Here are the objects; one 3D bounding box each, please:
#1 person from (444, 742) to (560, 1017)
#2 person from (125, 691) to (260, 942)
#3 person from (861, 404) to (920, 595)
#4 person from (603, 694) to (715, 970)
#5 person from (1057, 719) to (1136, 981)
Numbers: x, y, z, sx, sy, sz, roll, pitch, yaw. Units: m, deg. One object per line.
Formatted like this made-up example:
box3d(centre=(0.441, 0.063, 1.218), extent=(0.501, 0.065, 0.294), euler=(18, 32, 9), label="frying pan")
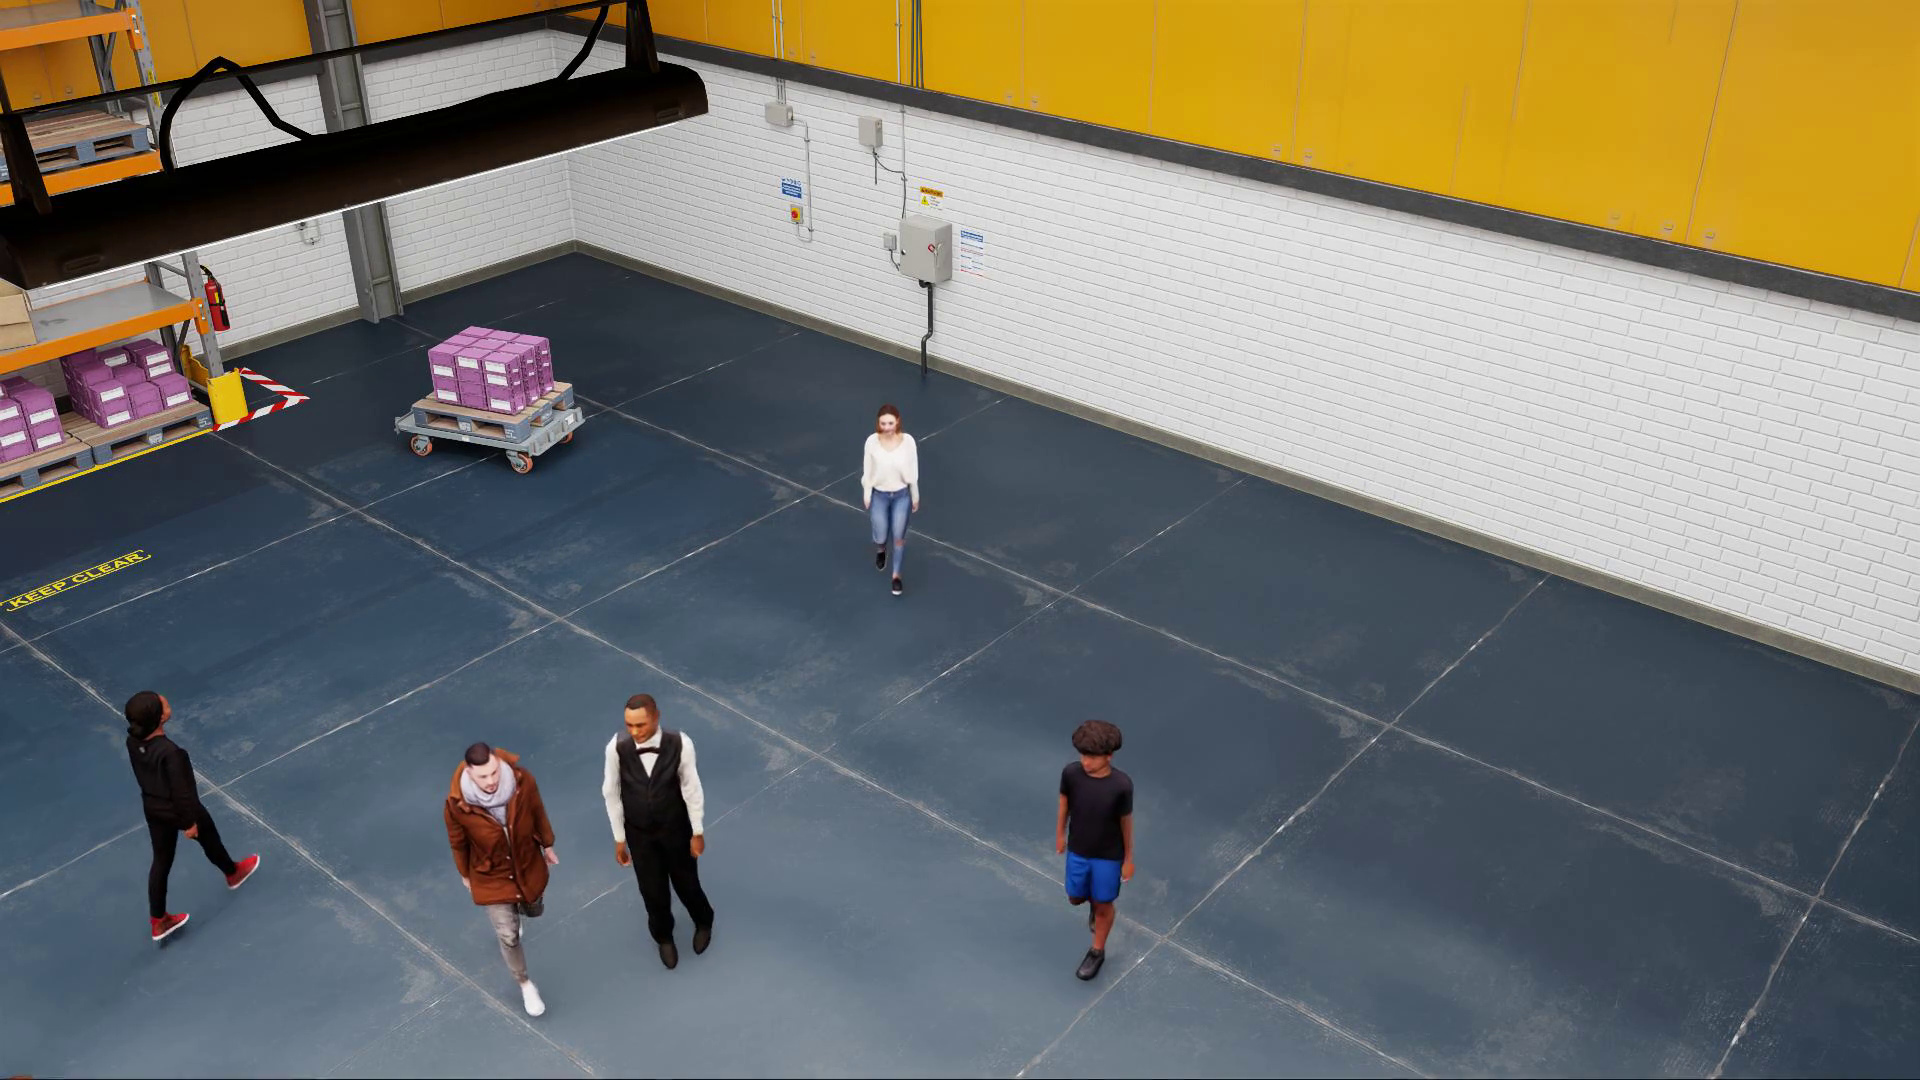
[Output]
box3d(centre=(-2.640, 1.848, 9.596), extent=(1.062, 1.815, 0.946), euler=(-24, 36, -36), label="person")
box3d(centre=(-4.835, 1.687, 10.079), extent=(0.819, 1.636, 1.135), euler=(12, 31, 21), label="person")
box3d(centre=(-0.572, -0.381, 13.825), extent=(0.834, 1.679, 0.894), euler=(-2, 29, -3), label="person")
box3d(centre=(-1.808, 1.659, 9.873), extent=(0.861, 1.882, 0.921), euler=(-6, 29, -10), label="person")
box3d(centre=(0.841, 1.752, 9.814), extent=(0.796, 1.775, 0.947), euler=(11, 30, 19), label="person")
